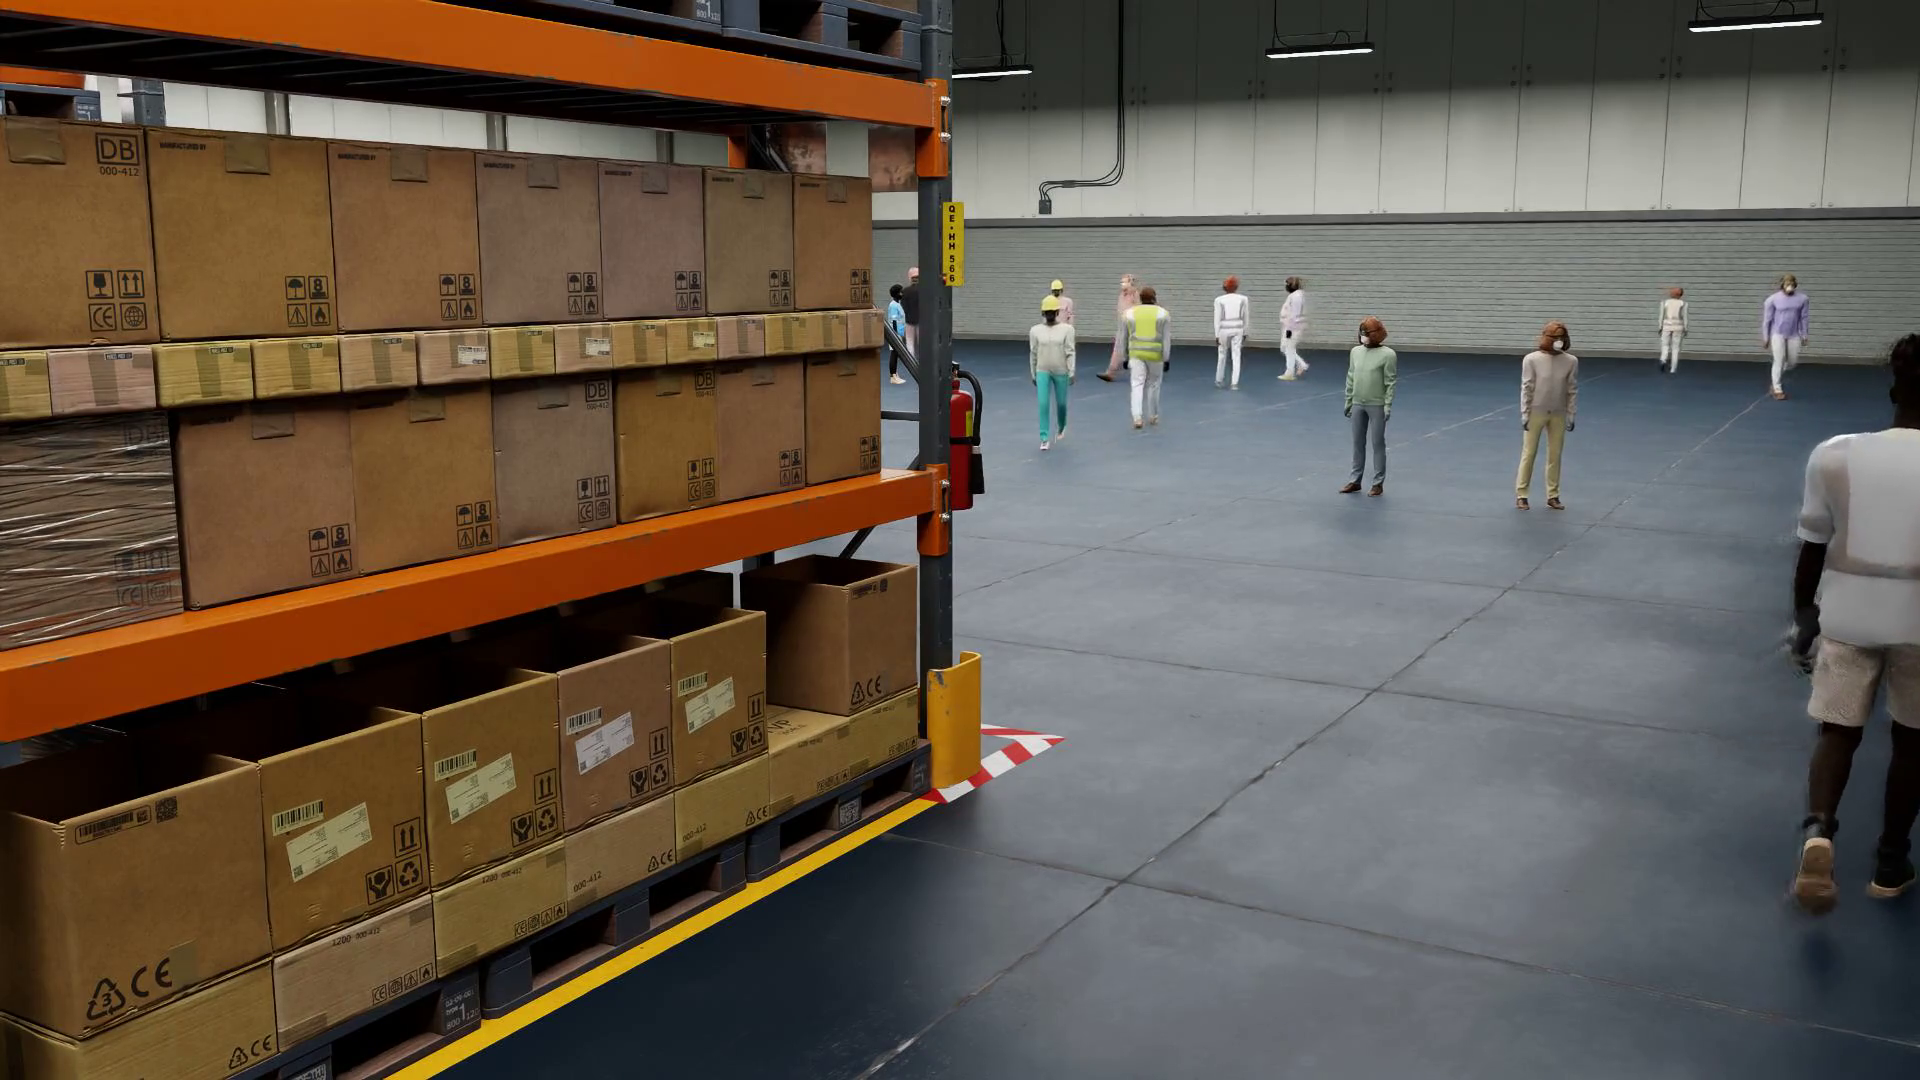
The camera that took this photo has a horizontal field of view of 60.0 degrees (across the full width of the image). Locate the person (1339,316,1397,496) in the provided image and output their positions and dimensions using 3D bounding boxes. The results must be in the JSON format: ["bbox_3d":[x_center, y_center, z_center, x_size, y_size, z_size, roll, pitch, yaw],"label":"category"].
[{"bbox_3d":[3.721,-1.215,15.144,0.278,1.633,0.499,-9,13,-42],"label":"person"}]

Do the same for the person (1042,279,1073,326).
[{"bbox_3d":[1.742,-3.765,29.687,0.554,1.753,0.350,1,10,6],"label":"person"}]

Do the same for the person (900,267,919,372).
[{"bbox_3d":[-0.816,-4.081,30.945,0.619,1.976,0.662,-3,10,-16],"label":"person"}]

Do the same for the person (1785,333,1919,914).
[{"bbox_3d":[3.034,0.286,5.456,0.620,1.939,0.785,8,13,39],"label":"person"}]

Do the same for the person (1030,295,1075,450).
[{"bbox_3d":[1.057,-1.916,18.949,0.525,1.749,0.698,1,10,6],"label":"person"}]

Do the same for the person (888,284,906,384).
[{"bbox_3d":[-1.078,-3.498,28.319,0.318,1.699,0.535,1,10,4],"label":"person"}]

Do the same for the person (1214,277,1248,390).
[{"bbox_3d":[4.434,-3.382,27.275,0.582,1.831,0.999,0,10,0],"label":"person"}]

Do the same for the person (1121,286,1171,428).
[{"bbox_3d":[2.376,-2.339,21.256,0.639,1.800,0.981,2,10,13],"label":"person"}]

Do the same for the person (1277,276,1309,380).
[{"bbox_3d":[5.854,-3.724,29.269,0.475,1.828,0.630,1,10,7],"label":"person"}]

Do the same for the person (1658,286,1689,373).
[{"bbox_3d":[13.275,-3.908,30.934,0.535,1.624,0.370,7,12,34],"label":"person"}]

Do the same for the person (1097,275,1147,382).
[{"bbox_3d":[2.879,-3.645,28.717,0.984,1.850,0.671,-5,11,-28],"label":"person"}]

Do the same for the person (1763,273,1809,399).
[{"bbox_3d":[12.590,-3.117,25.436,0.643,1.918,0.595,1,10,5],"label":"person"}]

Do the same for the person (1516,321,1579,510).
[{"bbox_3d":[5.043,-1.058,14.273,0.498,1.627,0.305,0,10,-3],"label":"person"}]
